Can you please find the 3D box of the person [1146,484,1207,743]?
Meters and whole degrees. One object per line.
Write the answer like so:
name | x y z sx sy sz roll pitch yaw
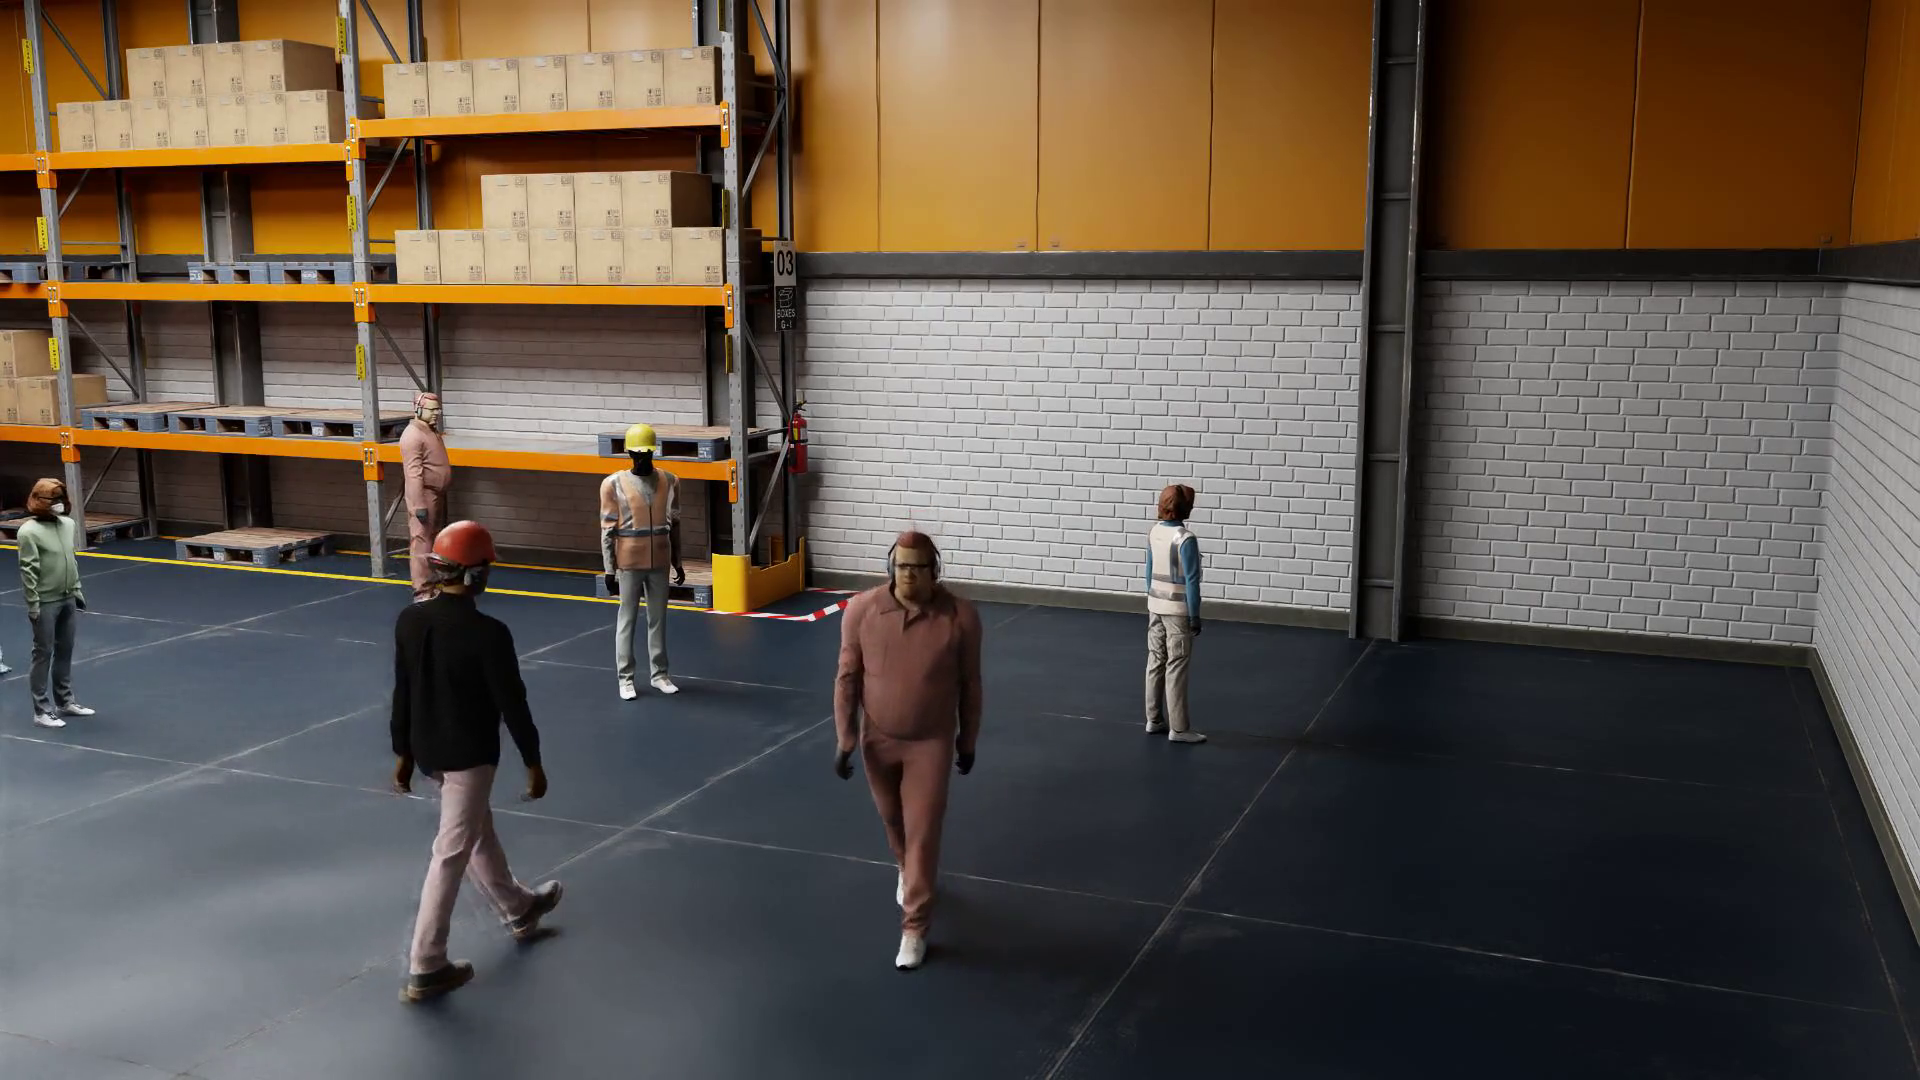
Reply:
person | 1.354 0.462 10.549 0.311 1.642 0.513 -5 11 -27

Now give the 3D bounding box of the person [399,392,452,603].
person | -4.679 -0.348 14.674 0.401 1.904 0.640 0 9 -2

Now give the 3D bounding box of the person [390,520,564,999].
person | -2.015 0.881 7.067 0.660 1.943 0.994 6 11 34

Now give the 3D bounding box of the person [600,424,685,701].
person | -2.196 0.147 11.594 0.594 1.925 0.376 -6 11 -33

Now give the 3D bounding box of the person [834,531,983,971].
person | -0.223 0.861 7.482 0.634 1.866 0.992 2 10 10

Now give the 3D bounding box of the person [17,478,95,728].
person | -5.945 0.403 10.931 0.277 1.631 0.506 1 9 8

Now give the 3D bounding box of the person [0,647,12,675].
person | -7.262 0.232 12.055 0.809 1.601 0.535 4 10 21
